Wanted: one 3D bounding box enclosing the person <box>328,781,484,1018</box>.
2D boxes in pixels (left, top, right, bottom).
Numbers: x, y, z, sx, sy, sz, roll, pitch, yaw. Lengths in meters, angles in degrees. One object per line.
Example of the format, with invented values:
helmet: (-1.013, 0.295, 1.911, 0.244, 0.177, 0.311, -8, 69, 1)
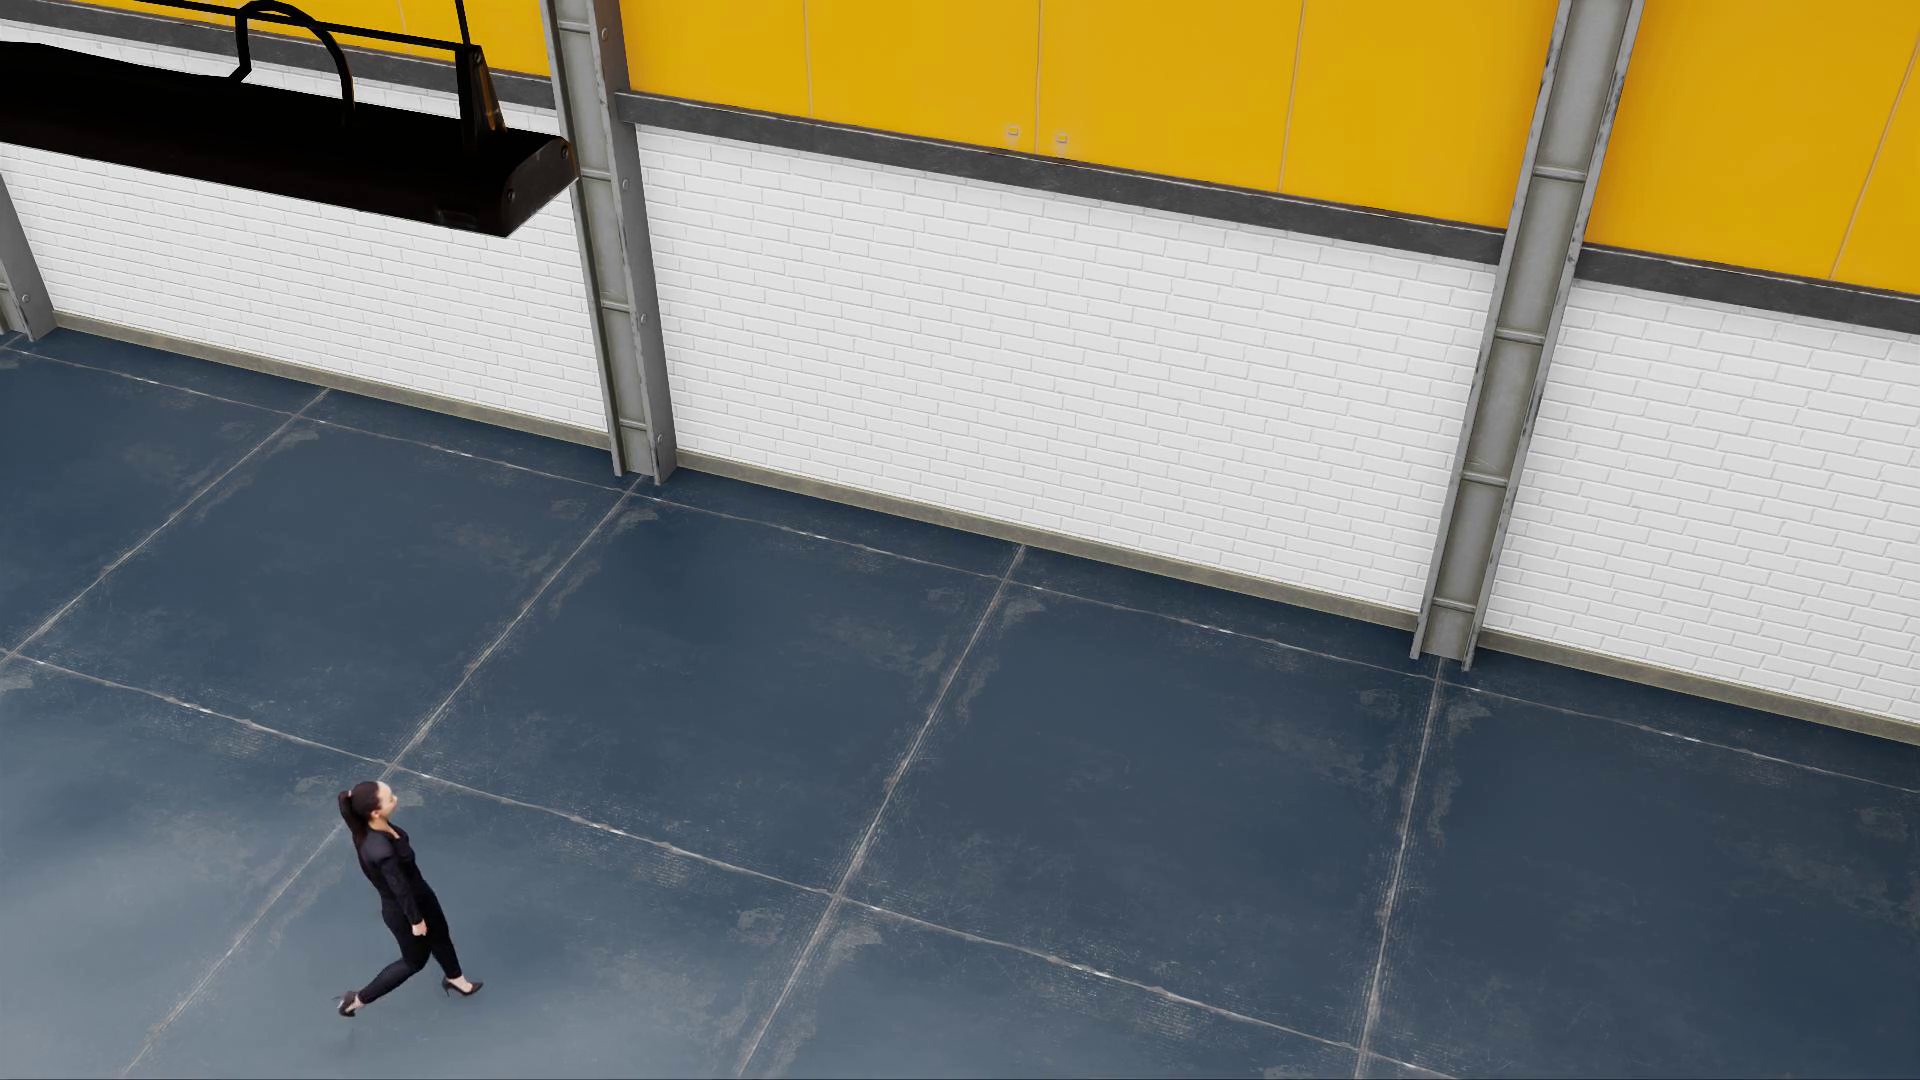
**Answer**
person: (-2.865, 1.869, 8.372, 1.038, 1.694, 0.965, -16, 41, -19)
